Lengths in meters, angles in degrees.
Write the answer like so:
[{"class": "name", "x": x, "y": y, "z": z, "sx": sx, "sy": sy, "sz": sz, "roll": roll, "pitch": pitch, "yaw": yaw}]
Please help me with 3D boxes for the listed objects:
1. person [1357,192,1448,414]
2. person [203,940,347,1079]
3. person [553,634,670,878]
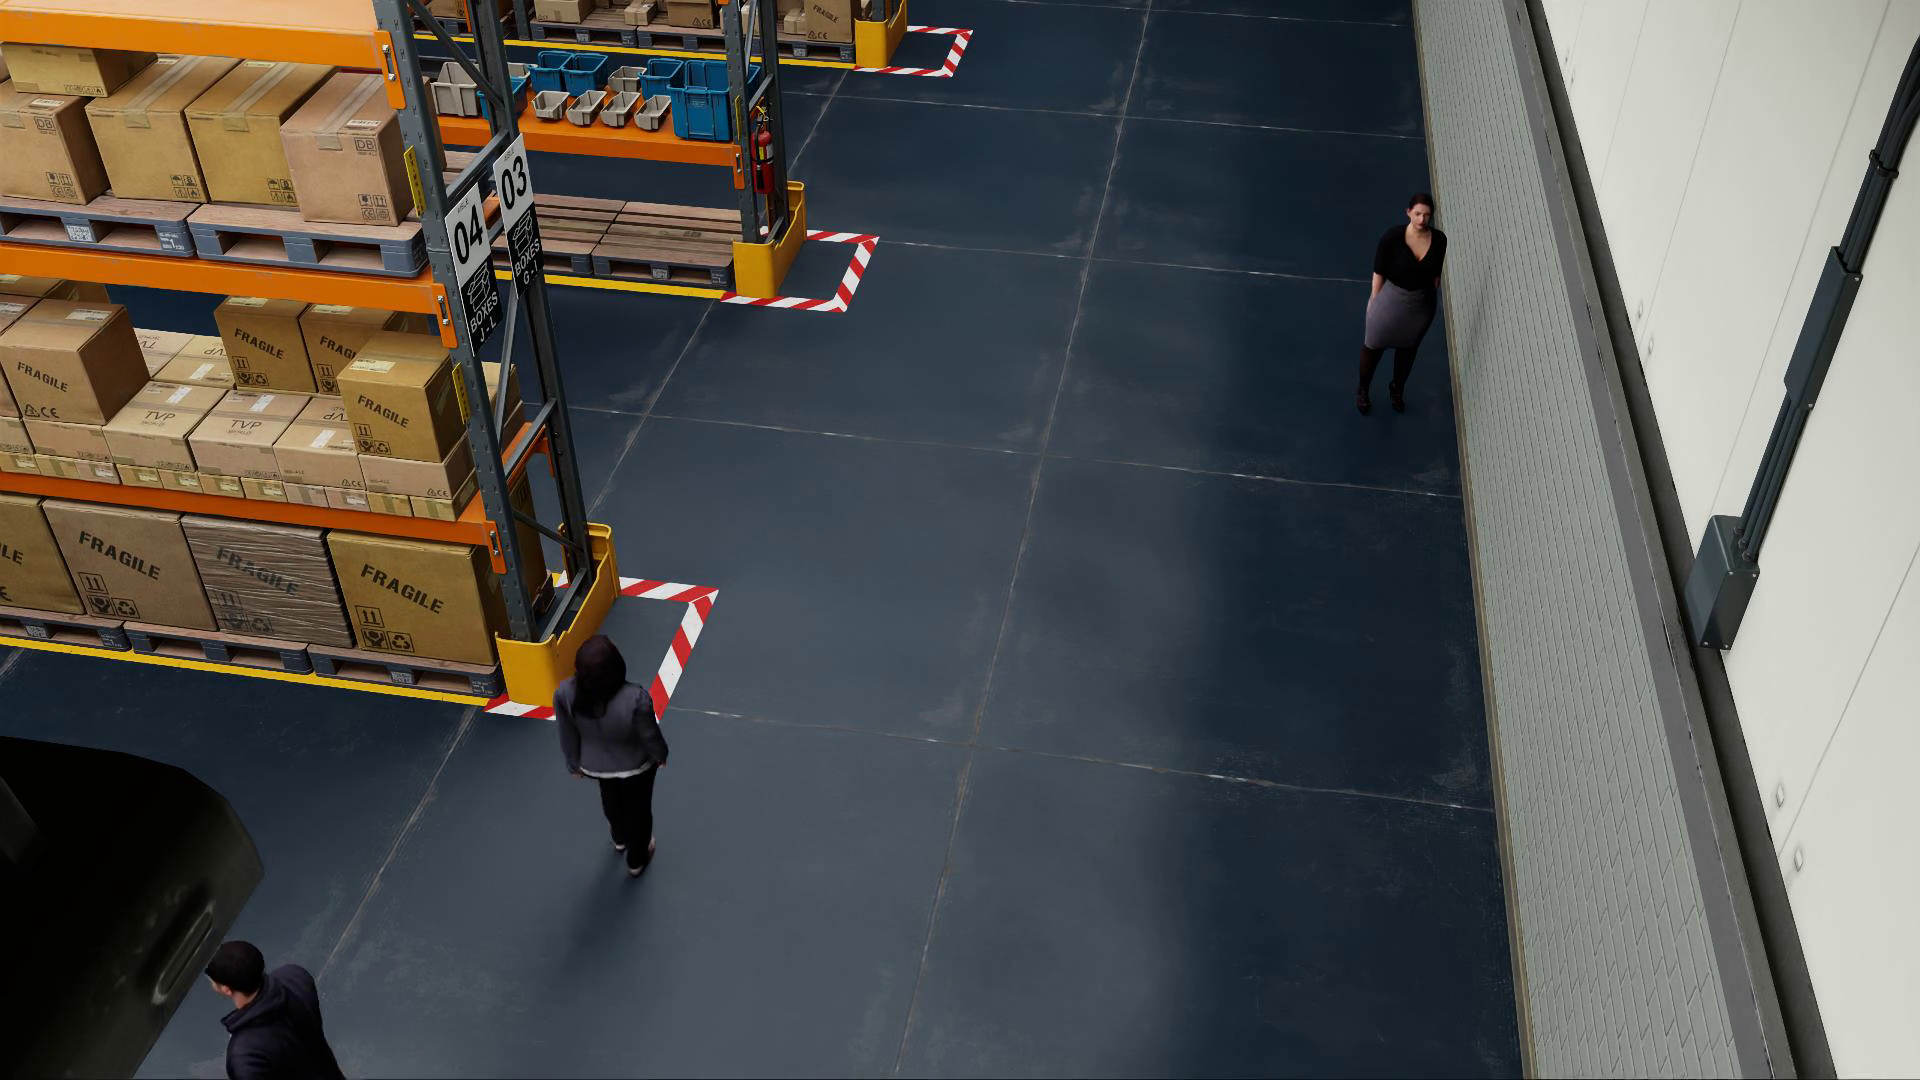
[{"class": "person", "x": 3.190, "y": -1.712, "z": 12.035, "sx": 0.619, "sy": 1.759, "sz": 0.766, "roll": 0, "pitch": 38, "yaw": 0}, {"class": "person", "x": -2.607, "y": 2.308, "z": 6.801, "sx": 0.680, "sy": 1.876, "sz": 0.707, "roll": 3, "pitch": 38, "yaw": 4}, {"class": "person", "x": -1.782, "y": 1.150, "z": 8.519, "sx": 0.573, "sy": 1.583, "sz": 0.724, "roll": 6, "pitch": 38, "yaw": 7}]
